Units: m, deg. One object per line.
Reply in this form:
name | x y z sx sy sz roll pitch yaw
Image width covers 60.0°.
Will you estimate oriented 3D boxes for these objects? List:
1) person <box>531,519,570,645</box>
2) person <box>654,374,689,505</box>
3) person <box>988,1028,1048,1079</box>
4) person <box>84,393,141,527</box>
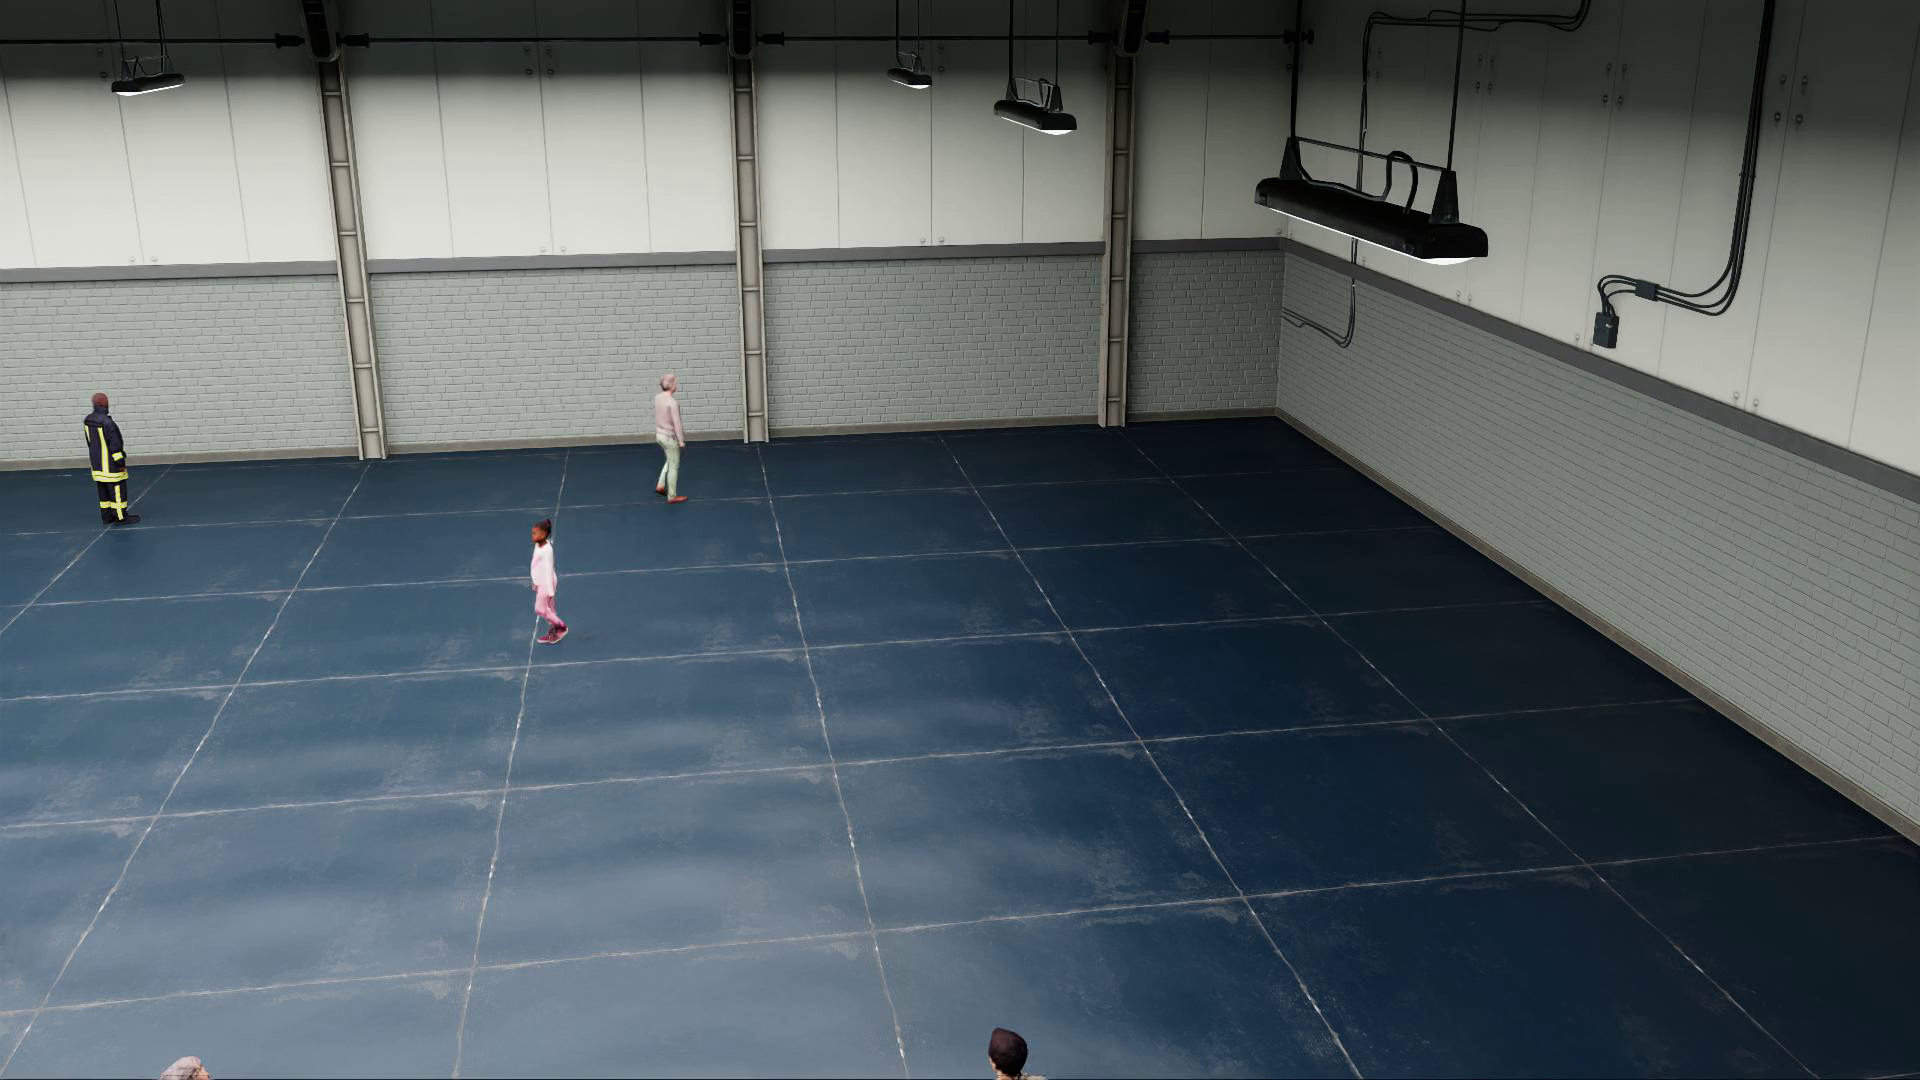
person | -4.541 0.454 18.488 0.652 1.434 0.612 -9 20 -25
person | -4.191 -1.406 23.513 0.877 1.860 0.843 -15 23 -39
person | 0.331 3.447 8.648 1.056 1.837 1.018 -10 21 -29
person | -11.630 -1.117 22.685 0.838 1.821 0.923 10 20 27
